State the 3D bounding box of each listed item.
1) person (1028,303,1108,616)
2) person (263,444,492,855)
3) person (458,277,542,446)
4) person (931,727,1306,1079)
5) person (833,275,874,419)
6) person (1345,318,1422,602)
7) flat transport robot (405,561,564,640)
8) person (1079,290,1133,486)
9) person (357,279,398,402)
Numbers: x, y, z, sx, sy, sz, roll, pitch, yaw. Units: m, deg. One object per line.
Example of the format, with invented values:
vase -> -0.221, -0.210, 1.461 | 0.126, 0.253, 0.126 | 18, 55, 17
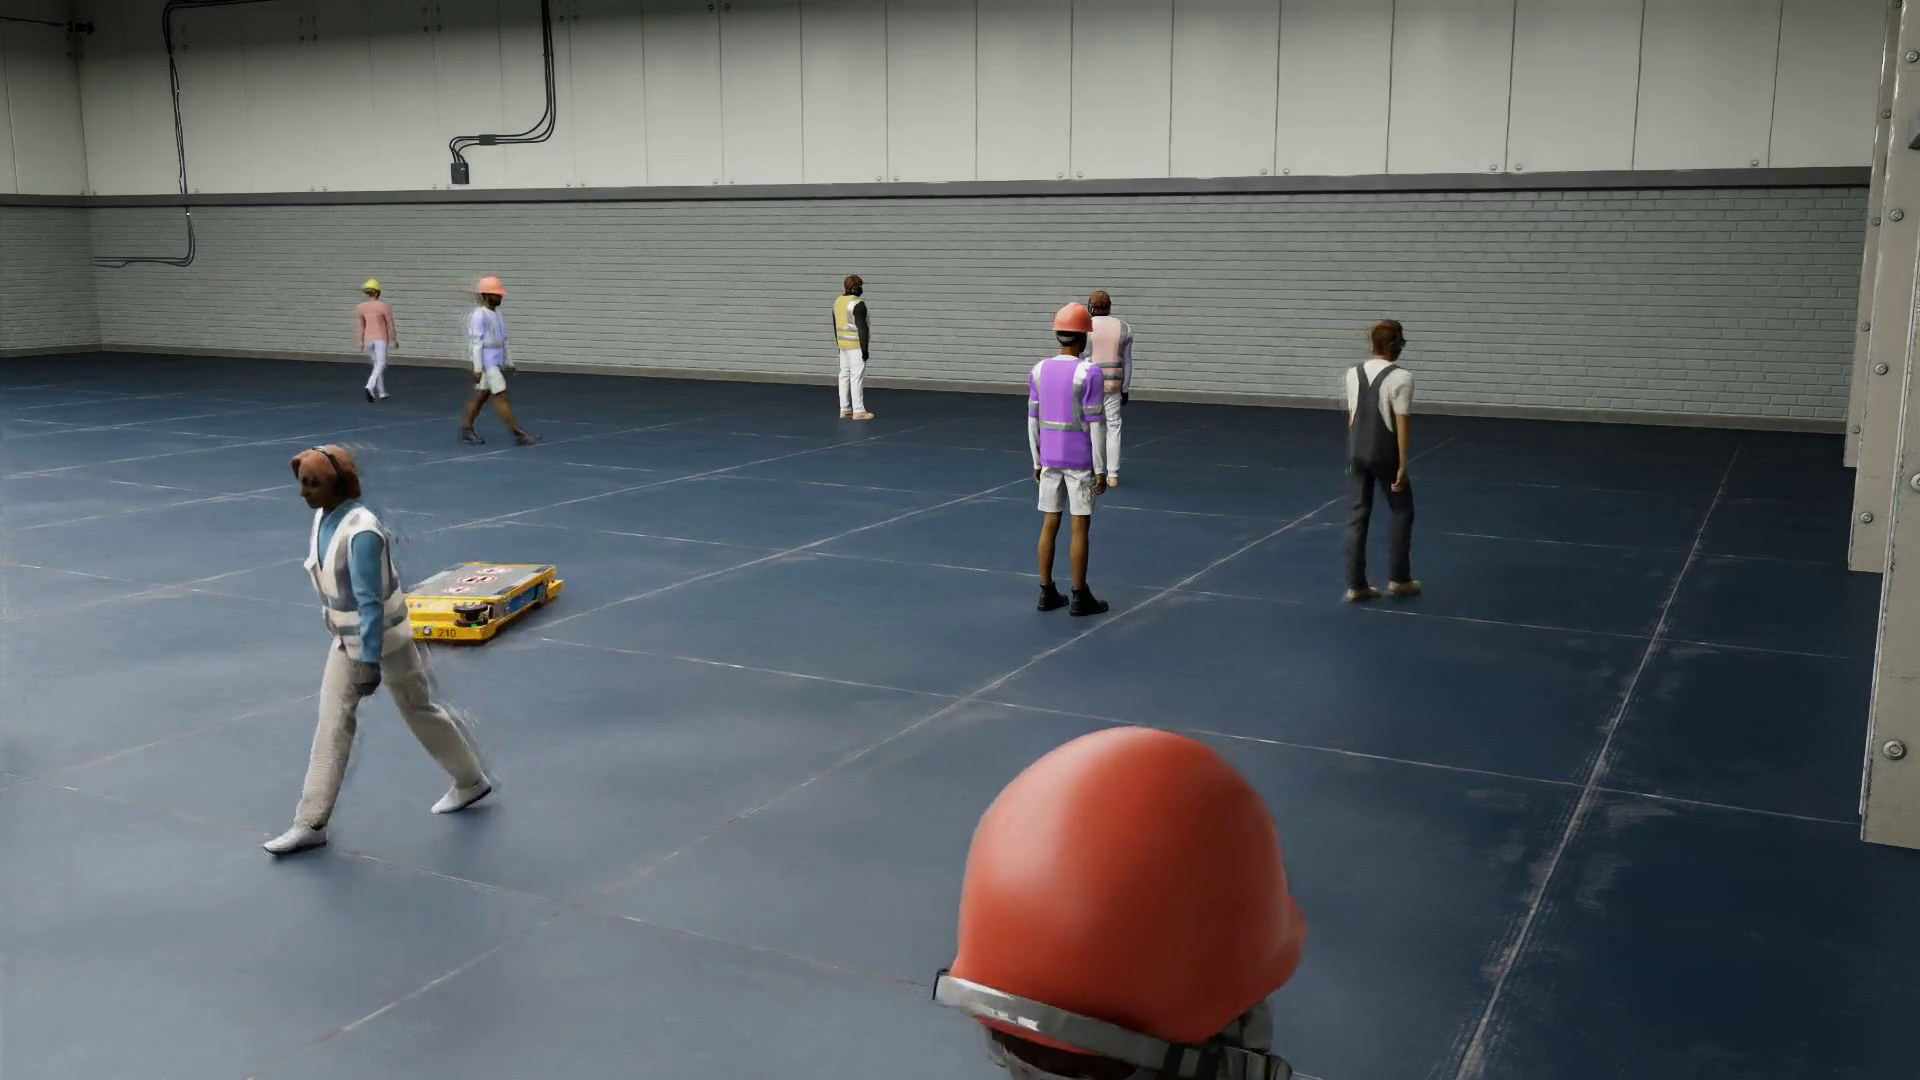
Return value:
person -> 0.693, -0.497, 10.339 | 0.552, 1.935, 0.364 | 8, 13, 39
person -> -2.270, 0.393, 6.492 | 0.521, 1.568, 0.928 | 10, 14, 43
person -> -5.219, -1.988, 18.620 | 1.014, 1.886, 0.560 | 1, 10, 6
person -> 0.126, 1.122, 1.343 | 0.609, 1.997, 0.375 | 7, 13, 34
person -> -1.360, -2.471, 21.361 | 0.429, 1.843, 0.633 | -8, 13, -38
person -> 2.755, -0.515, 10.762 | 0.511, 1.824, 0.703 | 10, 14, 43
flat transport robot -> -2.995, 0.353, 10.248 | 0.652, 0.197, 1.431 | 1, 10, 5
person -> 1.293, -1.408, 15.564 | 0.633, 1.842, 0.429 | -3, 11, -16
person -> -8.352, -2.851, 23.720 | 0.525, 1.735, 0.809 | 3, 11, 14
